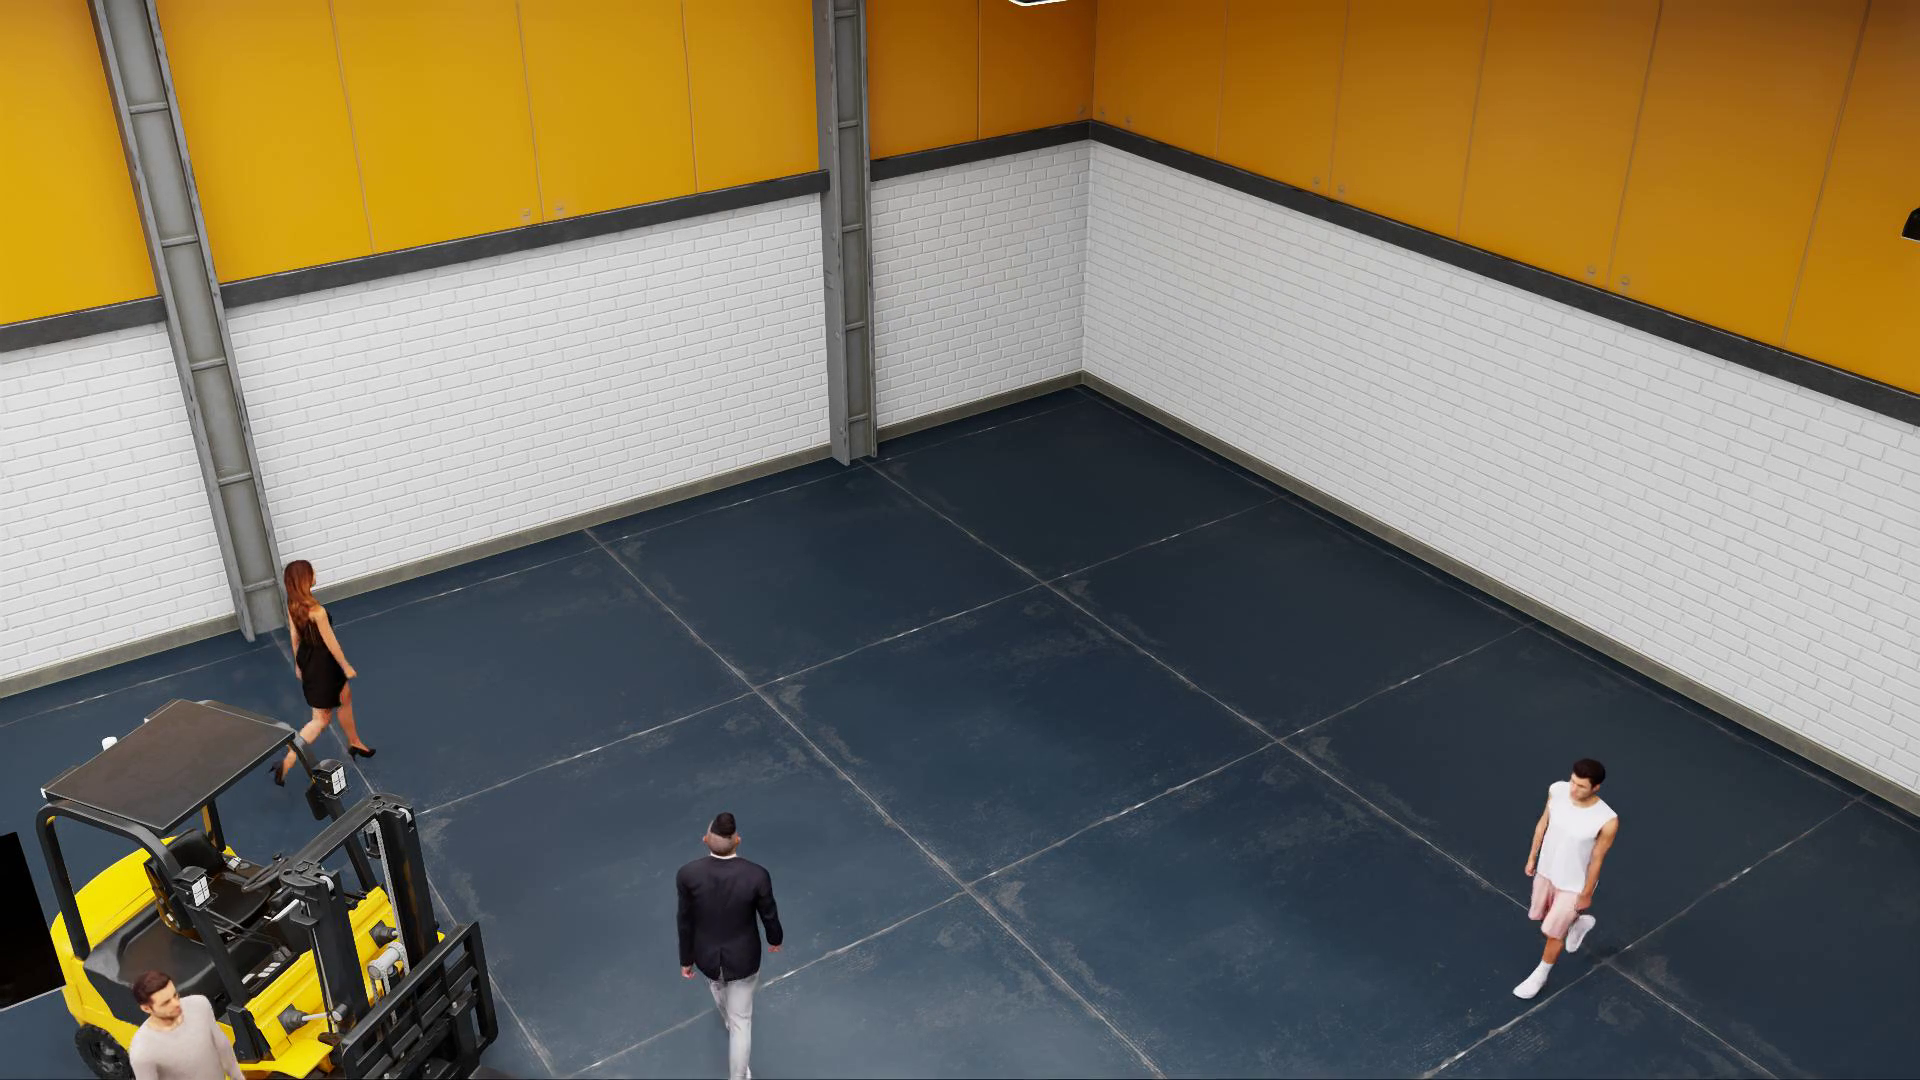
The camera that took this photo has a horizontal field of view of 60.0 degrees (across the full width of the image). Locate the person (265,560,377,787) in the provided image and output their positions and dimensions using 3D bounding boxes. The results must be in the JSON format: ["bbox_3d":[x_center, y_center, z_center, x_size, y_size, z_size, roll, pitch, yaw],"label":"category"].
[{"bbox_3d":[-4.729,1.021,12.106,0.750,1.807,1.139,23,36,35],"label":"person"}]

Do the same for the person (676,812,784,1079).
[{"bbox_3d":[-1.332,2.407,9.454,1.184,1.912,1.182,1,29,1],"label":"person"}]

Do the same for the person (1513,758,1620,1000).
[{"bbox_3d":[3.808,2.043,10.275,0.973,1.766,0.702,-14,32,-24],"label":"person"}]

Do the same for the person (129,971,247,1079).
[{"bbox_3d":[-4.022,2.902,8.625,1.161,1.837,1.208,9,30,16],"label":"person"}]
